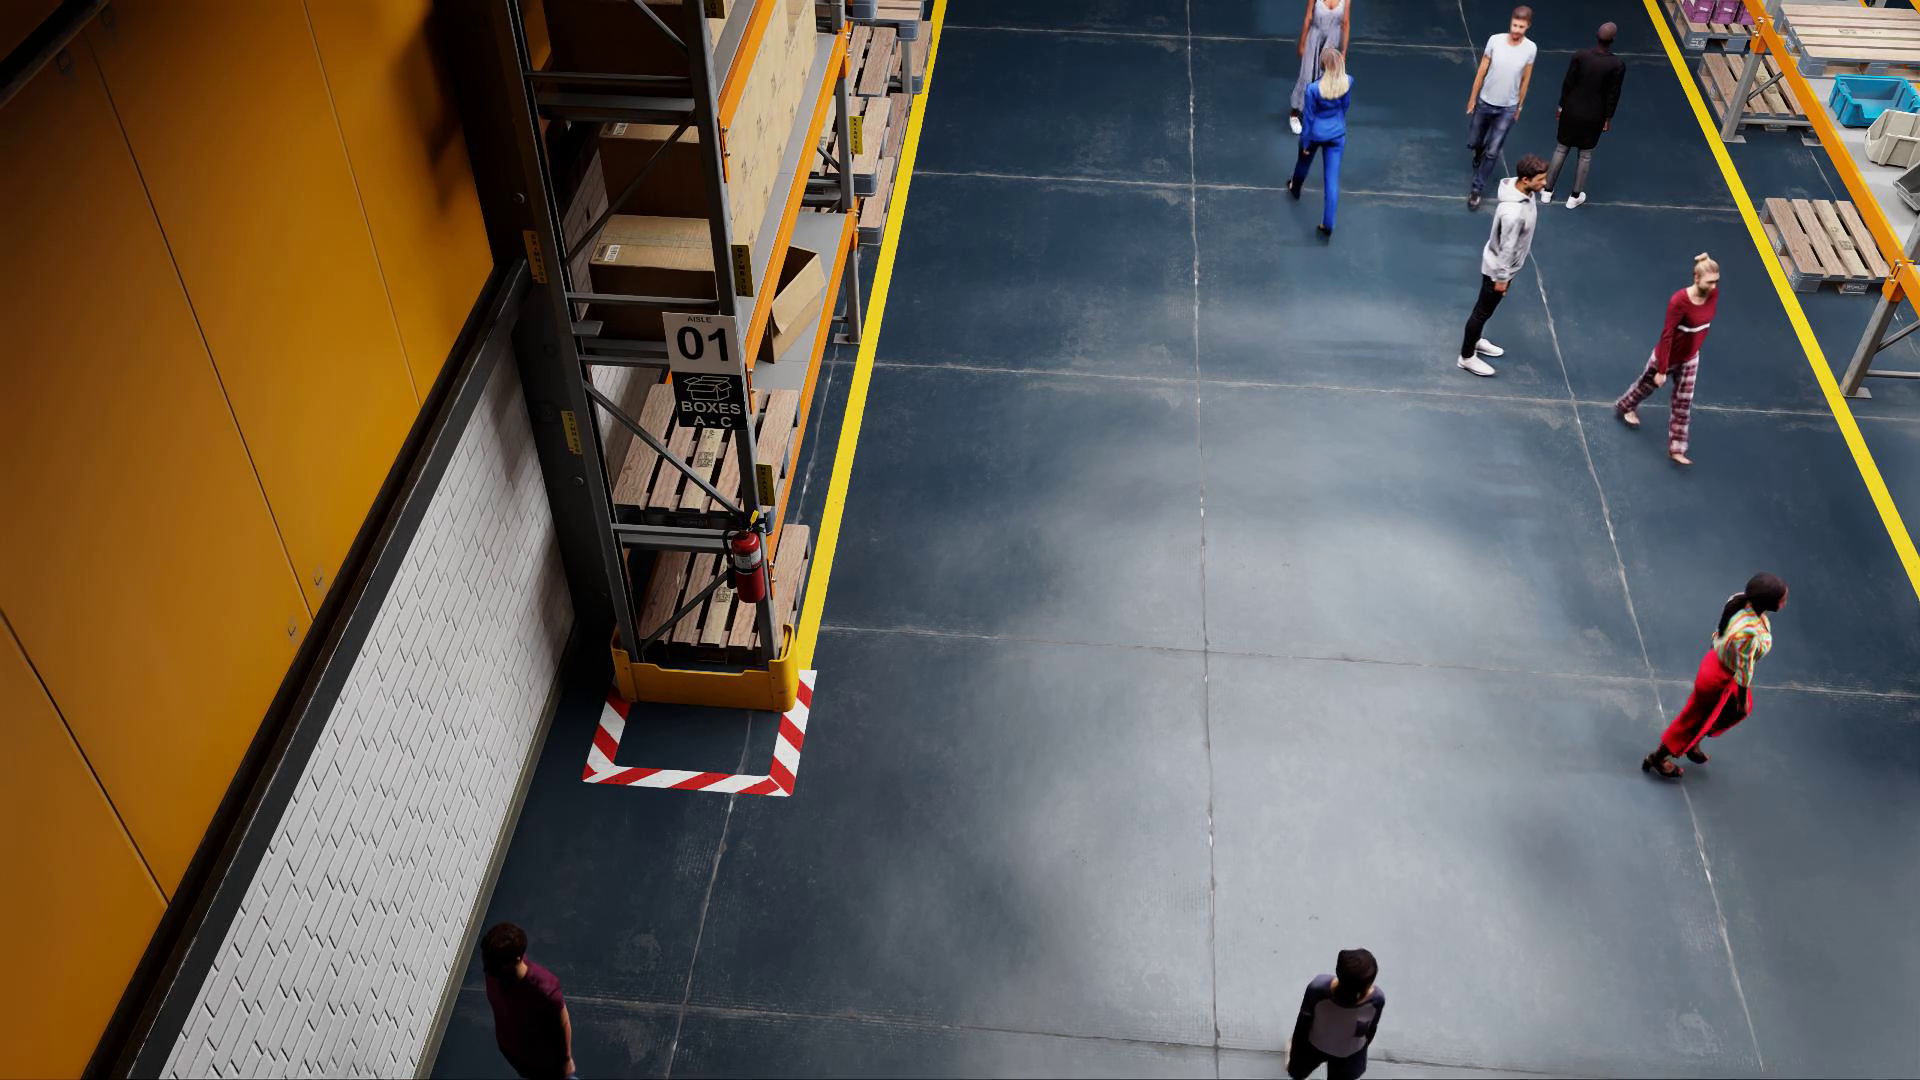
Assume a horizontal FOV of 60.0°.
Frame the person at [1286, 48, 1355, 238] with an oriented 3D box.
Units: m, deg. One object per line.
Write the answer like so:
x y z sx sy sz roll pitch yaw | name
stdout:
3.240 -3.469 14.652 0.822 1.647 1.252 -6 44 -6 | person

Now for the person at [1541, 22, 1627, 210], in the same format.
5.596 -3.818 14.936 0.726 1.762 0.700 21 48 21 | person

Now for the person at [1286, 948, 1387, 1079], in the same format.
1.888 2.492 8.468 0.603 1.546 0.886 7 44 7 | person

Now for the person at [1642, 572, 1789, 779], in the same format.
4.477 0.841 10.038 0.740 1.770 0.715 13 45 13 | person

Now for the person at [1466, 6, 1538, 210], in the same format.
4.865 -3.968 15.031 0.833 1.846 1.090 17 46 17 | person

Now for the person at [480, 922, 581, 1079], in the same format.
-2.119 2.465 8.272 0.737 1.855 0.725 24 49 23 | person

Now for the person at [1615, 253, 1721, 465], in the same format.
5.325 -1.429 12.510 0.927 1.648 1.179 -13 45 -13 | person

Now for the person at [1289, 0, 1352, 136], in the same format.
3.478 -4.816 16.043 0.657 1.679 0.724 0 44 0 | person

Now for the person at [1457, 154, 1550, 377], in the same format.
4.259 -2.189 13.105 0.801 1.927 0.635 16 46 16 | person
